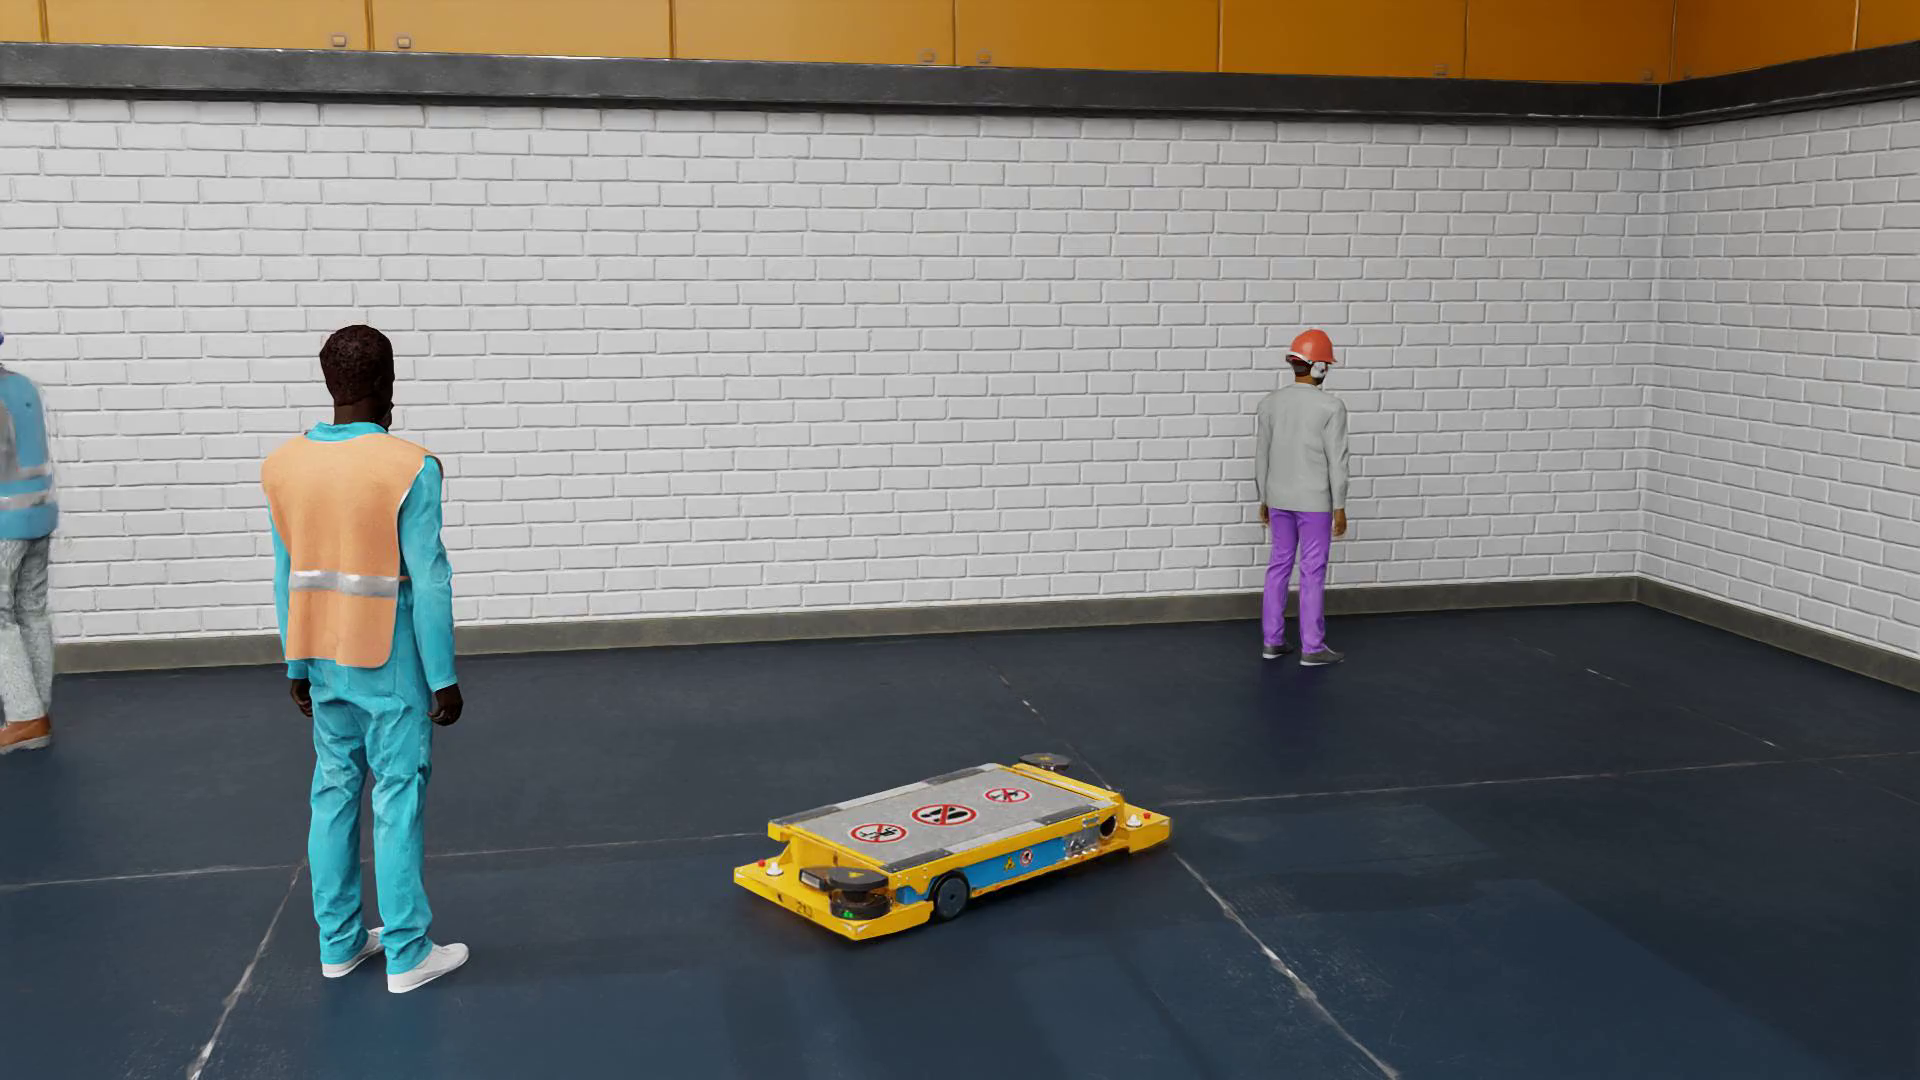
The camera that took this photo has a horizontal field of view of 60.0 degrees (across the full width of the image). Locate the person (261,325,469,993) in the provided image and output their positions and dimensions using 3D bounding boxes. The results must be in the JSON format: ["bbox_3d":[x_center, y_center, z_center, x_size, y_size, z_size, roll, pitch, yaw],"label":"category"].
[{"bbox_3d":[-1.708,0.347,4.771,0.587,1.911,0.397,4,10,21],"label":"person"}]

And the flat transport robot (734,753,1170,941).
[{"bbox_3d":[0.002,1.011,5.696,1.431,0.197,0.652,-8,12,-41],"label":"flat transport robot"}]

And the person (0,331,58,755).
[{"bbox_3d":[-4.104,-0.047,7.176,0.381,1.910,0.673,0,9,-1],"label":"person"}]

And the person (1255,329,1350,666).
[{"bbox_3d":[1.810,-0.223,8.713,0.341,1.749,0.571,-8,12,-39],"label":"person"}]
